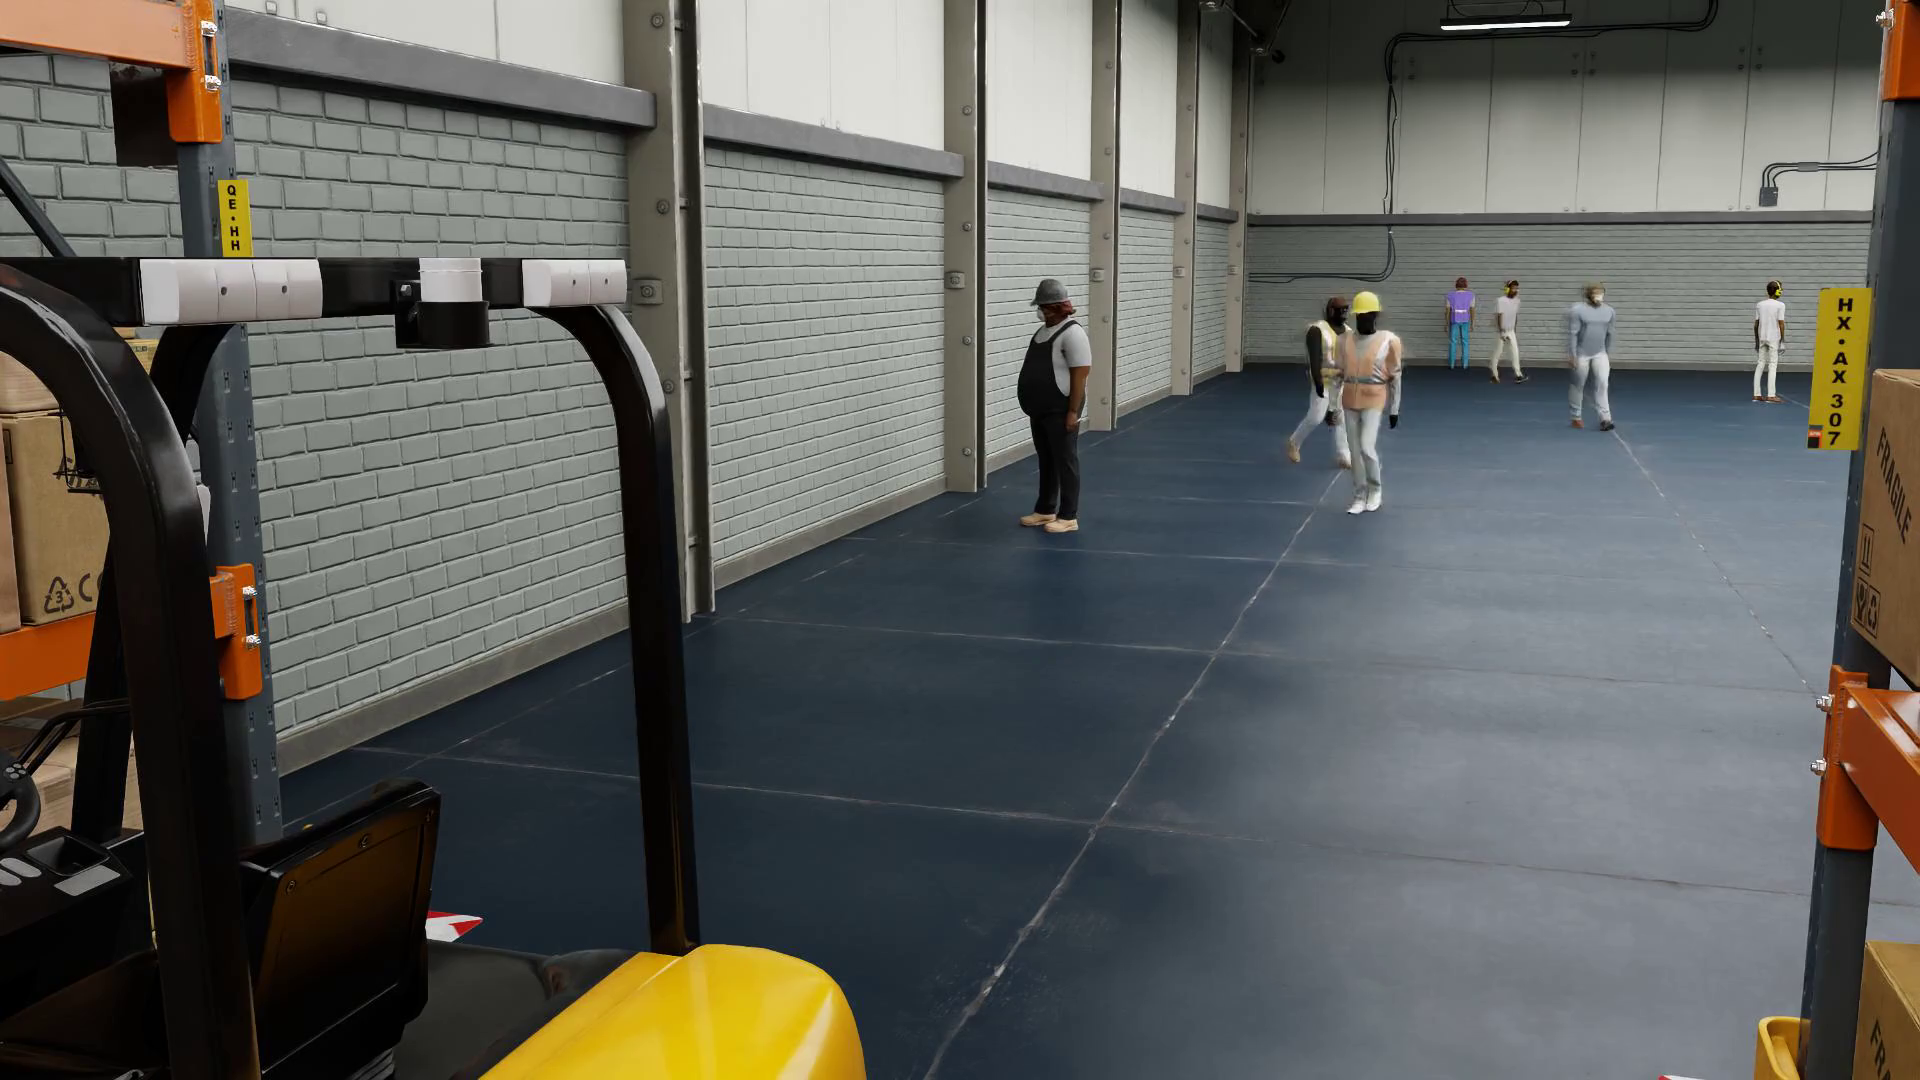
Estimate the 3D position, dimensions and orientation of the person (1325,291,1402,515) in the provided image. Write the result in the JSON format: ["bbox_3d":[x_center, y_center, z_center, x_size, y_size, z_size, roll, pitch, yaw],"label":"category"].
[{"bbox_3d":[3.433,-1.160,14.223,0.598,1.908,0.421,8,13,40],"label":"person"}]

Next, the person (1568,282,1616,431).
[{"bbox_3d":[8.114,-2.341,21.312,0.641,1.895,0.971,0,10,-1],"label":"person"}]

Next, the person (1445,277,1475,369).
[{"bbox_3d":[10.015,-4.337,33.343,0.565,1.846,0.388,1,10,9],"label":"person"}]

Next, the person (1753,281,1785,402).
[{"bbox_3d":[12.487,-3.054,25.634,0.327,1.872,0.514,-5,11,-29],"label":"person"}]

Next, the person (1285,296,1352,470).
[{"bbox_3d":[3.856,-1.663,17.537,0.619,1.815,0.832,-5,11,-28],"label":"person"}]

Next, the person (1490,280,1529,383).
[{"bbox_3d":[9.757,-3.679,29.511,0.509,1.820,0.948,-3,10,-16],"label":"person"}]

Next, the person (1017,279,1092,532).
[{"bbox_3d":[0.727,-1.085,13.402,0.537,2.000,0.674,-4,10,-24],"label":"person"}]
